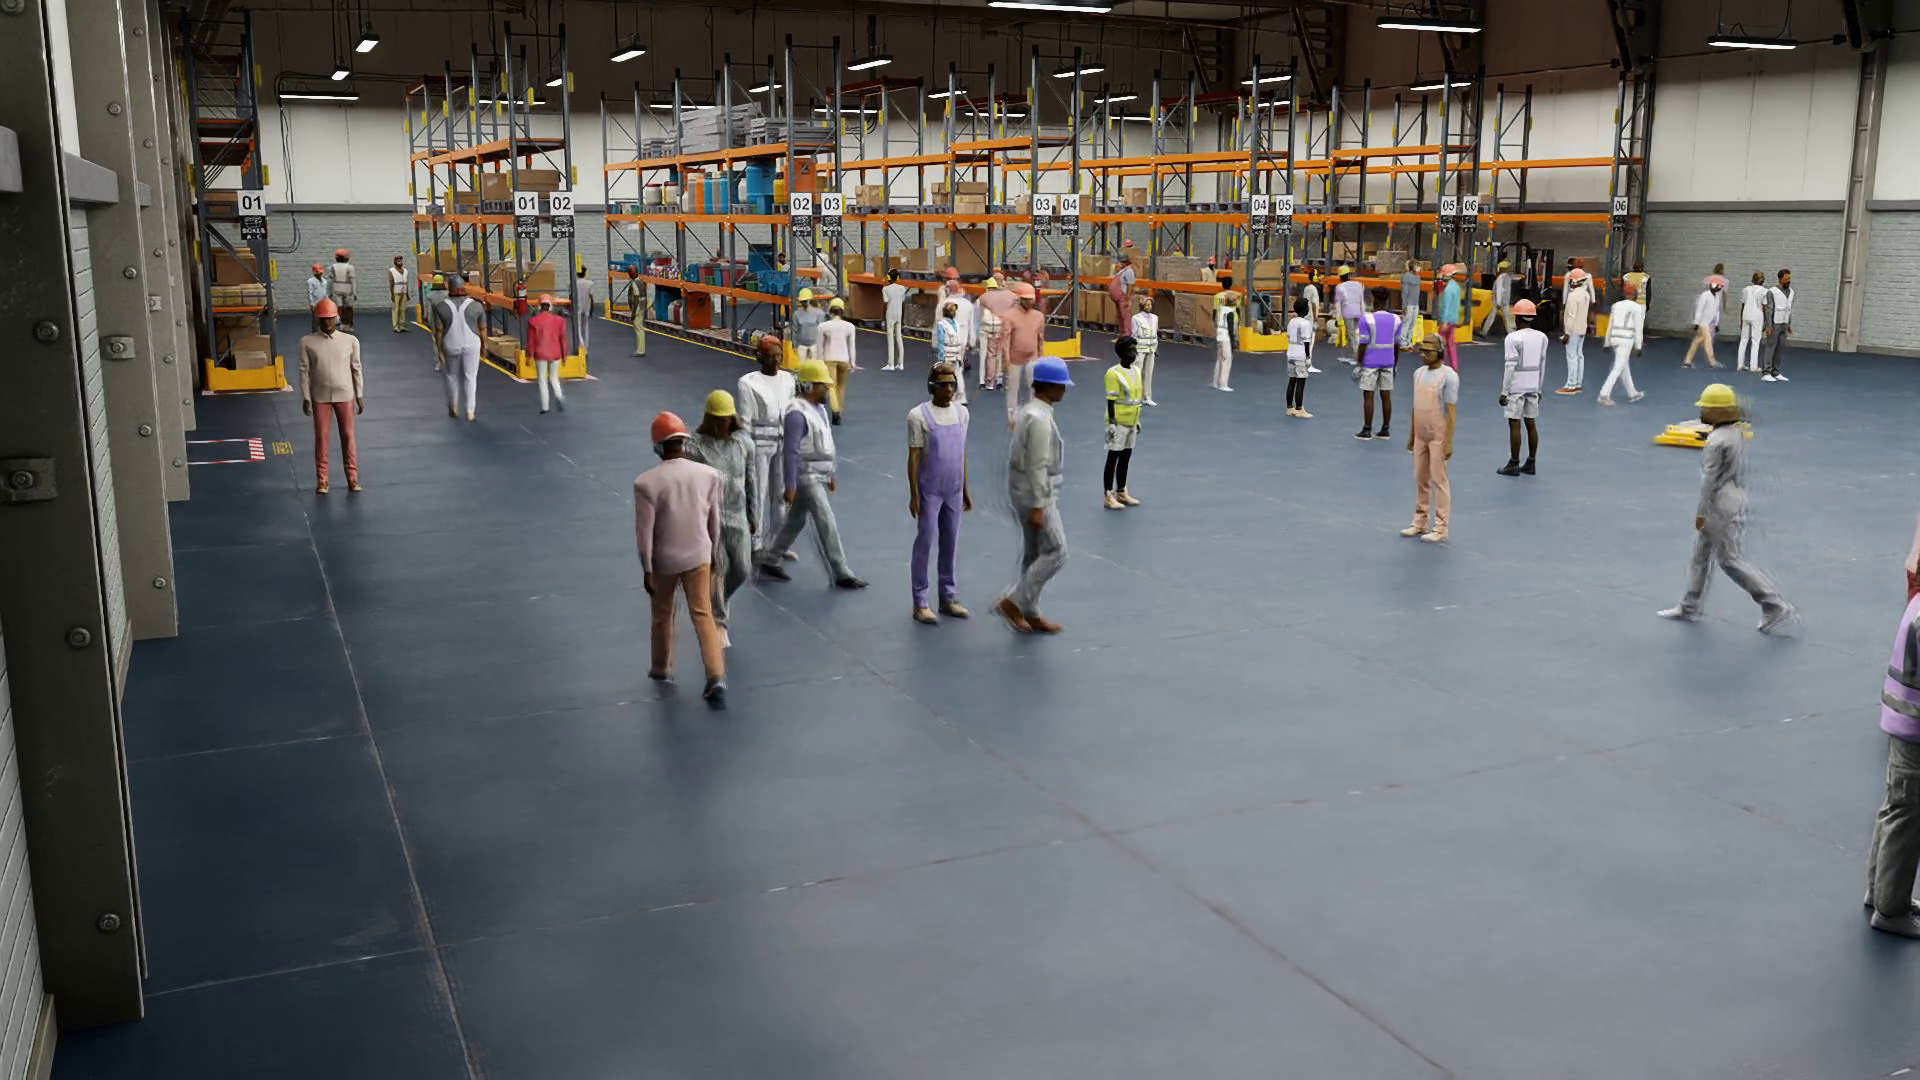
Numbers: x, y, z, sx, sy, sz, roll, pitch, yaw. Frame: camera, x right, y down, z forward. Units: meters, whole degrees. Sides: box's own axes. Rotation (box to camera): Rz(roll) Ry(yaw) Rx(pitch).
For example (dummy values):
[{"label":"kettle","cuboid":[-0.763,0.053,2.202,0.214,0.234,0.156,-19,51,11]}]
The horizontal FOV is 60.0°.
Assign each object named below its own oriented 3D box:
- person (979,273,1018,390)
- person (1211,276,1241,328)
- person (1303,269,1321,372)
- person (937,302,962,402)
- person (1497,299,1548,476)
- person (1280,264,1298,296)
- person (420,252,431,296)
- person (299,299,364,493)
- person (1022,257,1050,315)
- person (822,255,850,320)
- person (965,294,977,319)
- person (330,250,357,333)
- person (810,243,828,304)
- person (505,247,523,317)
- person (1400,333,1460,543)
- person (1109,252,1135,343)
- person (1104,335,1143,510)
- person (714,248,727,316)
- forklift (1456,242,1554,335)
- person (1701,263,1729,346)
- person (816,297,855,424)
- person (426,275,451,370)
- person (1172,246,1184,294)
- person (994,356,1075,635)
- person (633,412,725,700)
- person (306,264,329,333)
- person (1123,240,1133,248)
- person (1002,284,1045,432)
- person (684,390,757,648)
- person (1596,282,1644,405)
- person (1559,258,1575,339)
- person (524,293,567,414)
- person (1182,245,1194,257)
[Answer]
[{"label":"person","cuboid":[0.631,-3.386,27.084,0.642,1.907,0.410,0,11,-1]},{"label":"person","cuboid":[5.015,-4.175,31.653,0.553,1.671,0.683,-3,12,-17]},{"label":"person","cuboid":[6.381,-3.981,30.213,0.310,1.864,0.534,-1,11,-7]},{"label":"person","cuboid":[-0.149,-2.534,23.432,0.306,1.639,0.523,7,13,31]},{"label":"person","cuboid":[6.161,-1.672,18.288,0.549,1.936,0.377,-5,12,-22]},{"label":"person","cuboid":[9.242,-7.211,46.957,0.589,1.729,0.531,-1,11,-5]},{"label":"person","cuboid":[-15.269,-7.322,47.476,0.343,1.758,0.521,-5,12,-22]},{"label":"person","cuboid":[-6.484,-1.482,17.180,0.622,1.994,0.381,-5,12,-24]},{"label":"person","cuboid":[1.713,-5.351,37.122,0.645,1.893,0.421,-3,11,-13]},{"label":"person","cuboid":[-2.953,-5.902,40.001,0.659,1.853,0.998,-5,12,-25]},{"label":"person","cuboid":[0.337,-6.897,44.872,0.587,1.928,0.363,-10,15,-43]},{"label":"person","cuboid":[-14.808,-5.950,39.892,0.693,2.001,0.715,0,11,-2]},{"label":"person","cuboid":[-4.470,-8.475,52.888,0.585,1.928,0.369,-4,12,-18]},{"label":"person","cuboid":[-12.499,-7.201,46.427,0.613,1.959,0.934,-10,15,-43]},{"label":"person","cuboid":[4.145,-0.899,14.626,0.338,1.838,0.506,-5,12,-26]},{"label":"person","cuboid":[3.553,-5.321,36.571,0.538,2.000,0.681,-2,11,-12]},{"label":"person","cuboid":[1.596,-1.149,16.246,0.320,1.695,0.537,9,14,38]},{"label":"person","cuboid":[-6.755,-7.235,46.699,0.357,1.884,0.574,1,11,7]},{"label":"forklift","cuboid":[13.047,-6.049,39.881,2.313,2.155,1.214,-5,12,-23]},{"label":"person","cuboid":[16.130,-5.020,35.635,0.575,1.806,0.624,2,11,12]},{"label":"person","cuboid":[-1.697,-2.465,22.867,0.531,1.727,0.851,-3,11,-14]},{"label":"person","cuboid":[-9.565,-4.005,30.645,0.484,1.744,0.294,-3,11,-14]},{"label":"person","cuboid":[7.554,-9.317,57.613,0.572,1.749,0.342,5,12,23]},{"label":"person","cuboid":[0.542,-0.282,11.256,0.453,1.925,0.642,-1,11,-6]},{"label":"person","cuboid":[-1.662,0.089,9.938,0.566,1.714,0.902,-6,13,-29]},{"label":"person","cuboid":[-14.251,-5.264,37.016,0.329,1.751,0.563,5,12,23]},{"label":"person","cuboid":[5.315,-8.461,52.567,0.409,2.035,0.601,-6,13,-28]},{"label":"person","cuboid":[0.853,-2.340,21.659,0.634,1.946,0.998,-3,12,-16]},{"label":"person","cuboid":[-1.606,-0.161,11.140,0.492,1.726,0.498,-5,12,-24]},{"label":"person","cuboid":[10.042,-2.971,25.149,0.964,1.850,0.634,-4,12,-19]},{"label":"person","cuboid":[13.947,-5.499,37.953,0.328,1.861,0.502,-6,13,-28]},{"label":"person","cuboid":[-5.947,-2.664,23.864,0.580,1.732,0.386,-8,14,-36]},{"label":"person","cuboid":[6.670,-7.667,48.575,0.475,2.025,0.609,2,11,11]}]
